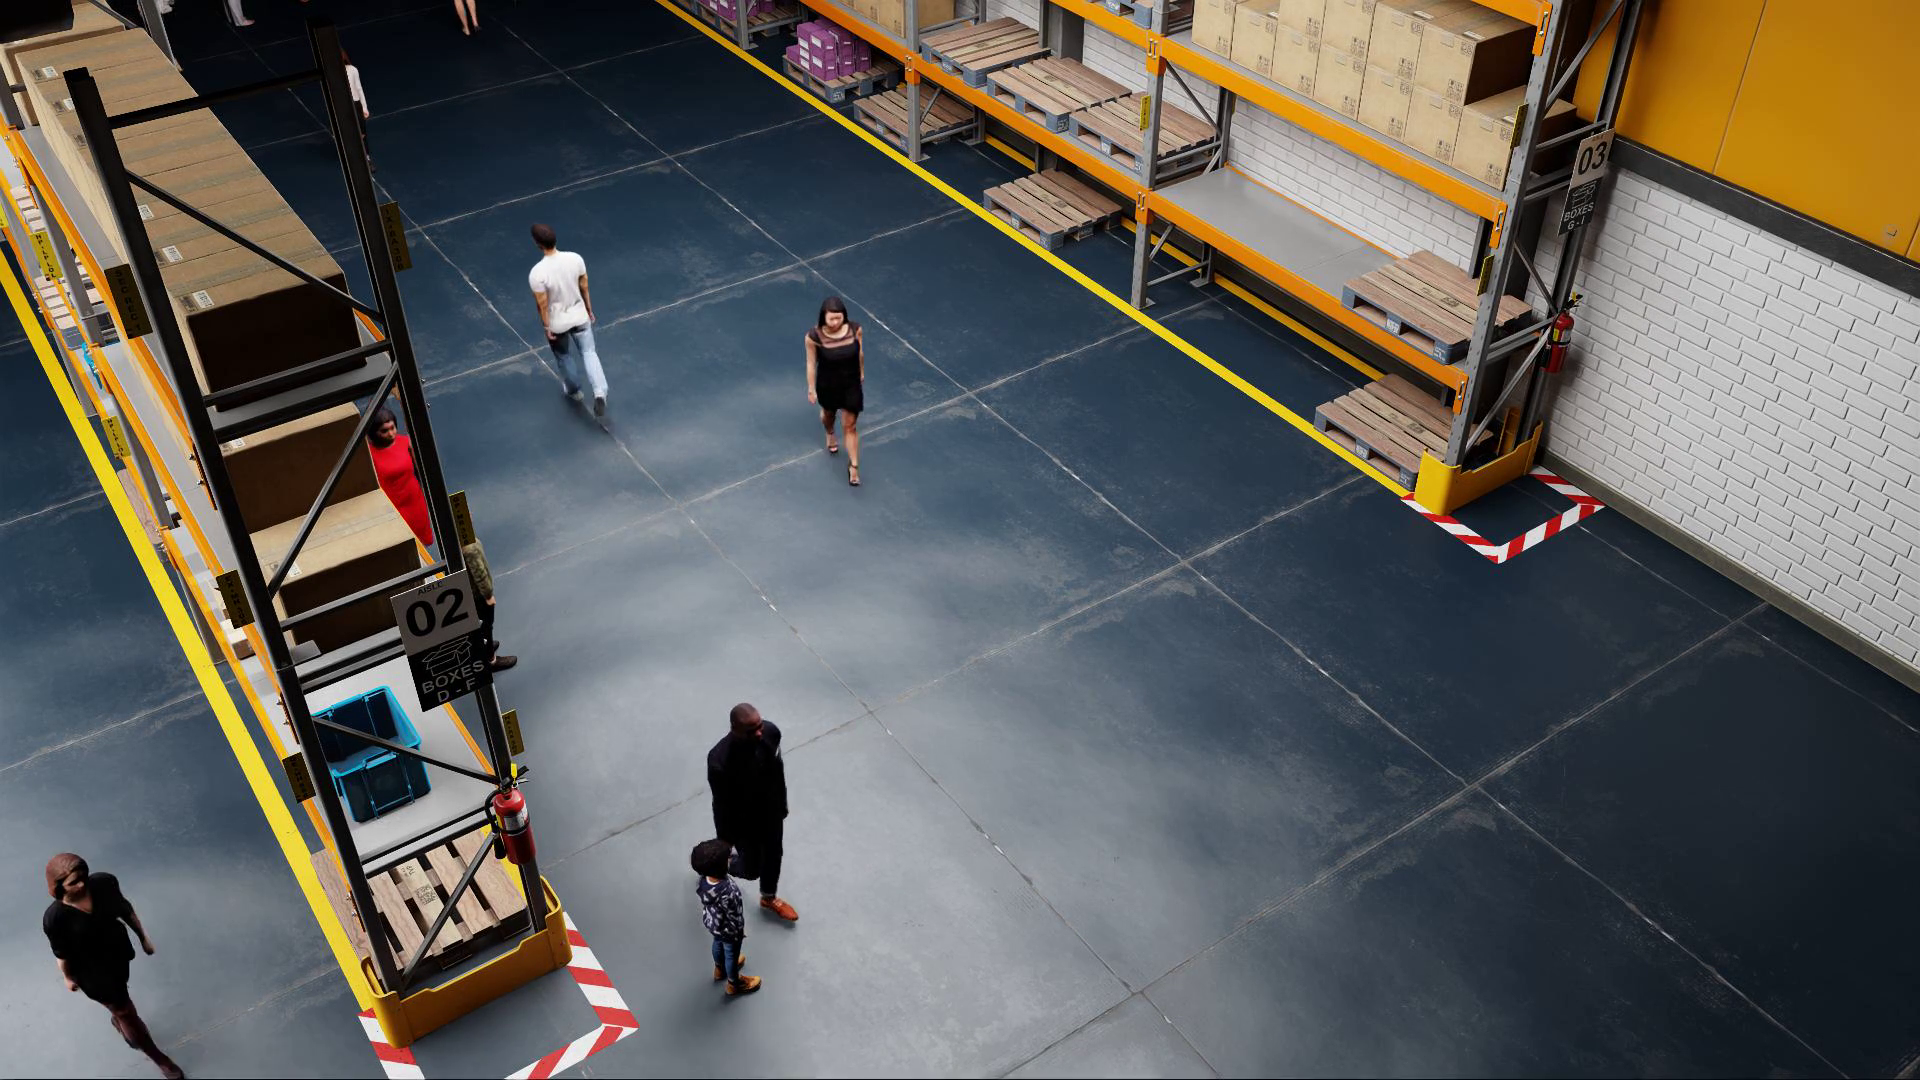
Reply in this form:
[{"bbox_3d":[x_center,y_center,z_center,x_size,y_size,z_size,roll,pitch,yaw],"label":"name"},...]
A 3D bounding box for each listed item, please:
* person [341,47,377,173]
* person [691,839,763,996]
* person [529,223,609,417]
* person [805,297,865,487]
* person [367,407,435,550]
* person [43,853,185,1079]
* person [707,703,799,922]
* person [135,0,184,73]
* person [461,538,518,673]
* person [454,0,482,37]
[{"bbox_3d":[-6.790,-4.796,18.469,0.574,1.484,0.533,-17,42,-20],"label":"person"},{"bbox_3d":[-1.403,2.223,9.866,0.550,1.251,0.429,-23,44,-26],"label":"person"},{"bbox_3d":[-3.403,-1.902,14.563,0.702,1.835,1.013,-21,43,-24],"label":"person"},{"bbox_3d":[-1.057,-1.326,13.977,0.907,1.666,1.150,-10,40,-12],"label":"person"},{"bbox_3d":[-4.240,-0.276,12.613,0.631,1.727,0.939,-27,46,-30],"label":"person"},{"bbox_3d":[-4.894,2.327,9.393,0.997,1.679,0.838,20,43,23],"label":"person"},{"bbox_3d":[-1.327,1.626,10.173,1.016,1.801,0.857,28,46,30],"label":"person"},{"bbox_3d":[-10.091,-6.766,20.746,0.638,1.720,1.161,-26,45,-28],"label":"person"},{"bbox_3d":[-3.536,0.330,12.057,0.666,1.476,0.497,-31,48,-33],"label":"person"},{"bbox_3d":[-6.465,-7.337,21.458,0.651,1.724,0.695,-17,42,-20],"label":"person"}]
